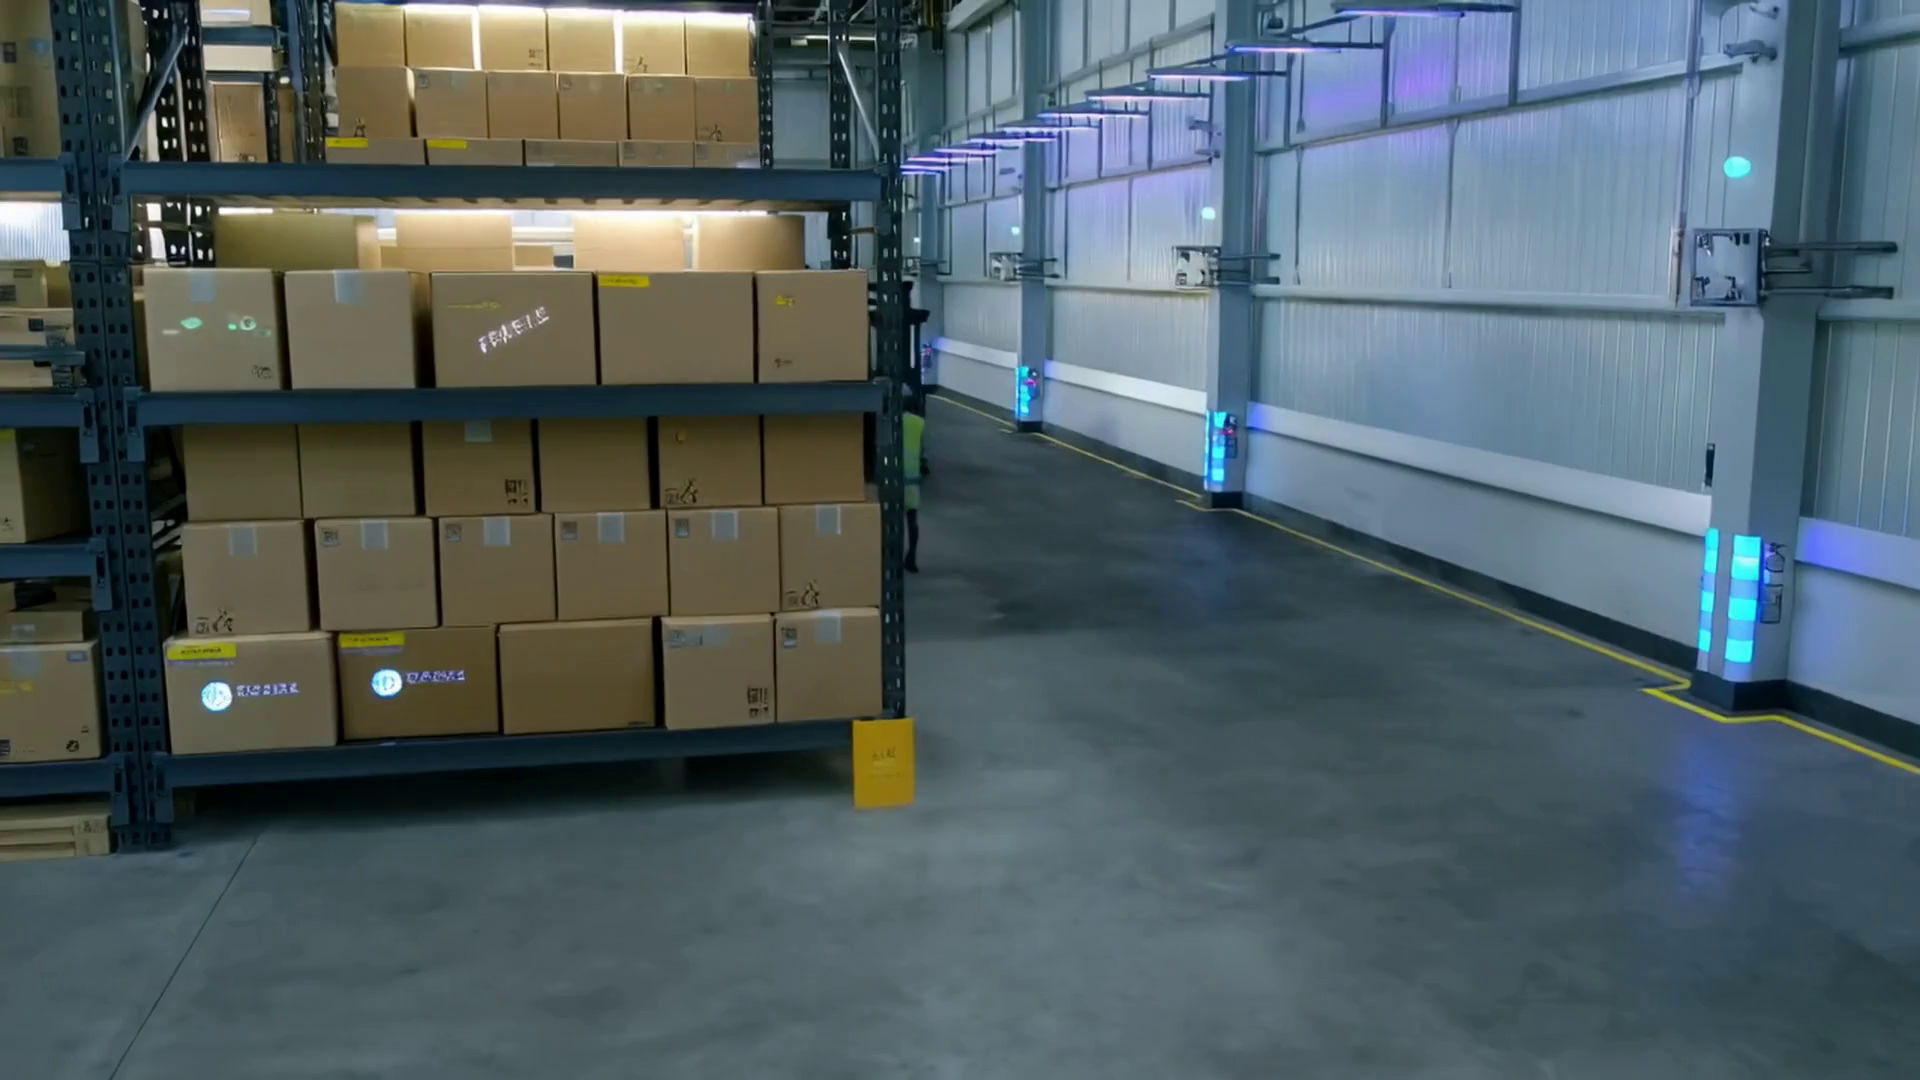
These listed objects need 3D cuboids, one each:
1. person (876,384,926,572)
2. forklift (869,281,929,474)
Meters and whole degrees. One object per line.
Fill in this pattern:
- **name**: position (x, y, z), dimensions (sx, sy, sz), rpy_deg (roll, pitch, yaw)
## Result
- **person**: position (-0.613, -0.659, 16.854), dimensions (0.550, 1.871, 1.035), rpy_deg (-3, 10, -17)
- **forklift**: position (-1.193, -2.445, 24.701), dimensions (1.129, 2.768, 1.873), rpy_deg (-2, 10, -12)
